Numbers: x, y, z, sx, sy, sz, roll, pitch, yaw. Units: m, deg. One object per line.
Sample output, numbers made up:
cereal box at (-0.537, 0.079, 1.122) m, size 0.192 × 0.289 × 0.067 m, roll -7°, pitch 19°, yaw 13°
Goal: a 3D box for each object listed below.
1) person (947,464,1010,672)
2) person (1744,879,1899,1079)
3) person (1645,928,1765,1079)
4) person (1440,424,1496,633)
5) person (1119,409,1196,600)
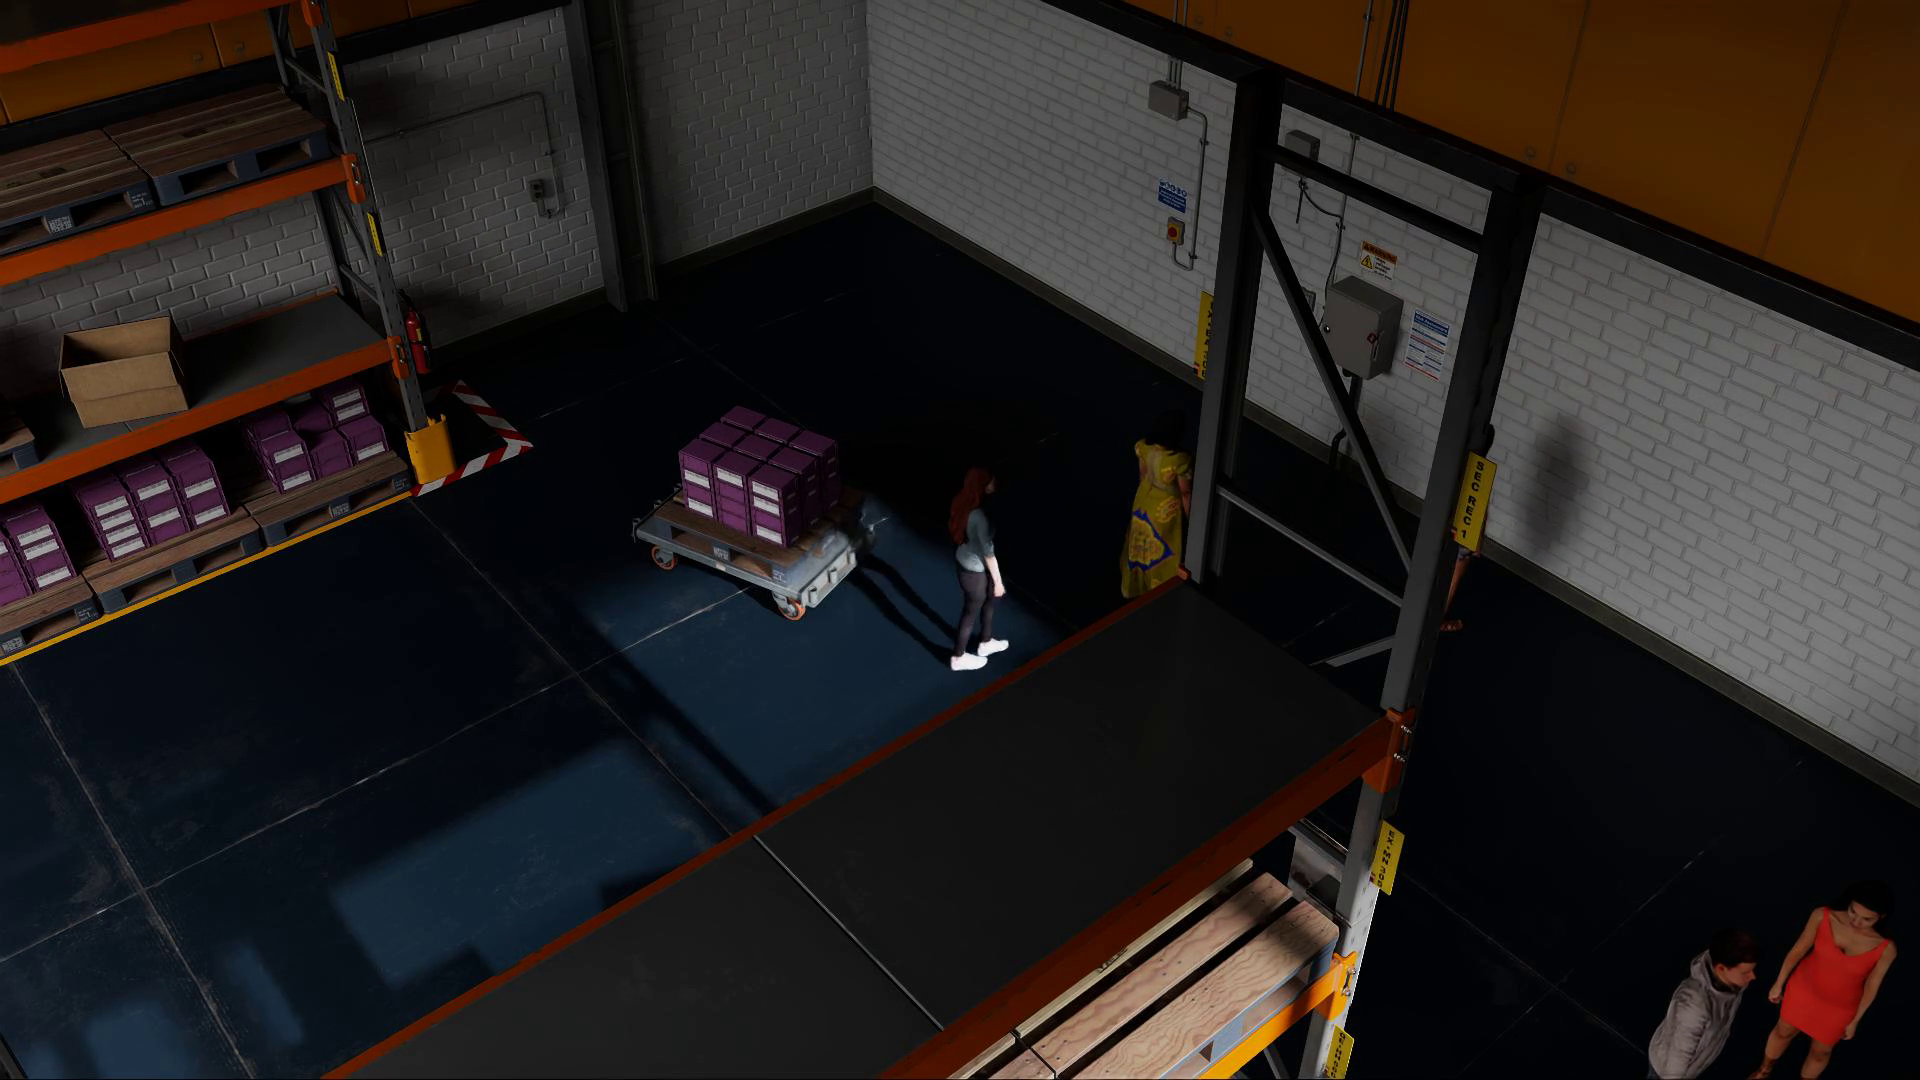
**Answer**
person at (0.020, 0.222, 11.164) m, size 0.798 × 1.728 × 0.734 m, roll -10°, pitch 40°, yaw -13°
person at (4.433, 2.327, 8.535) m, size 0.619 × 1.720 × 0.588 m, roll 28°, pitch 46°, yaw 30°
person at (3.546, 2.518, 8.190) m, size 0.738 × 1.852 × 0.532 m, roll 32°, pitch 48°, yaw 33°
person at (3.450, -0.079, 11.536) m, size 0.657 × 1.734 × 0.666 m, roll -13°, pitch 40°, yaw -15°
person at (1.438, -0.218, 11.770) m, size 0.768 × 1.660 × 0.855 m, roll -31°, pitch 48°, yaw -33°
